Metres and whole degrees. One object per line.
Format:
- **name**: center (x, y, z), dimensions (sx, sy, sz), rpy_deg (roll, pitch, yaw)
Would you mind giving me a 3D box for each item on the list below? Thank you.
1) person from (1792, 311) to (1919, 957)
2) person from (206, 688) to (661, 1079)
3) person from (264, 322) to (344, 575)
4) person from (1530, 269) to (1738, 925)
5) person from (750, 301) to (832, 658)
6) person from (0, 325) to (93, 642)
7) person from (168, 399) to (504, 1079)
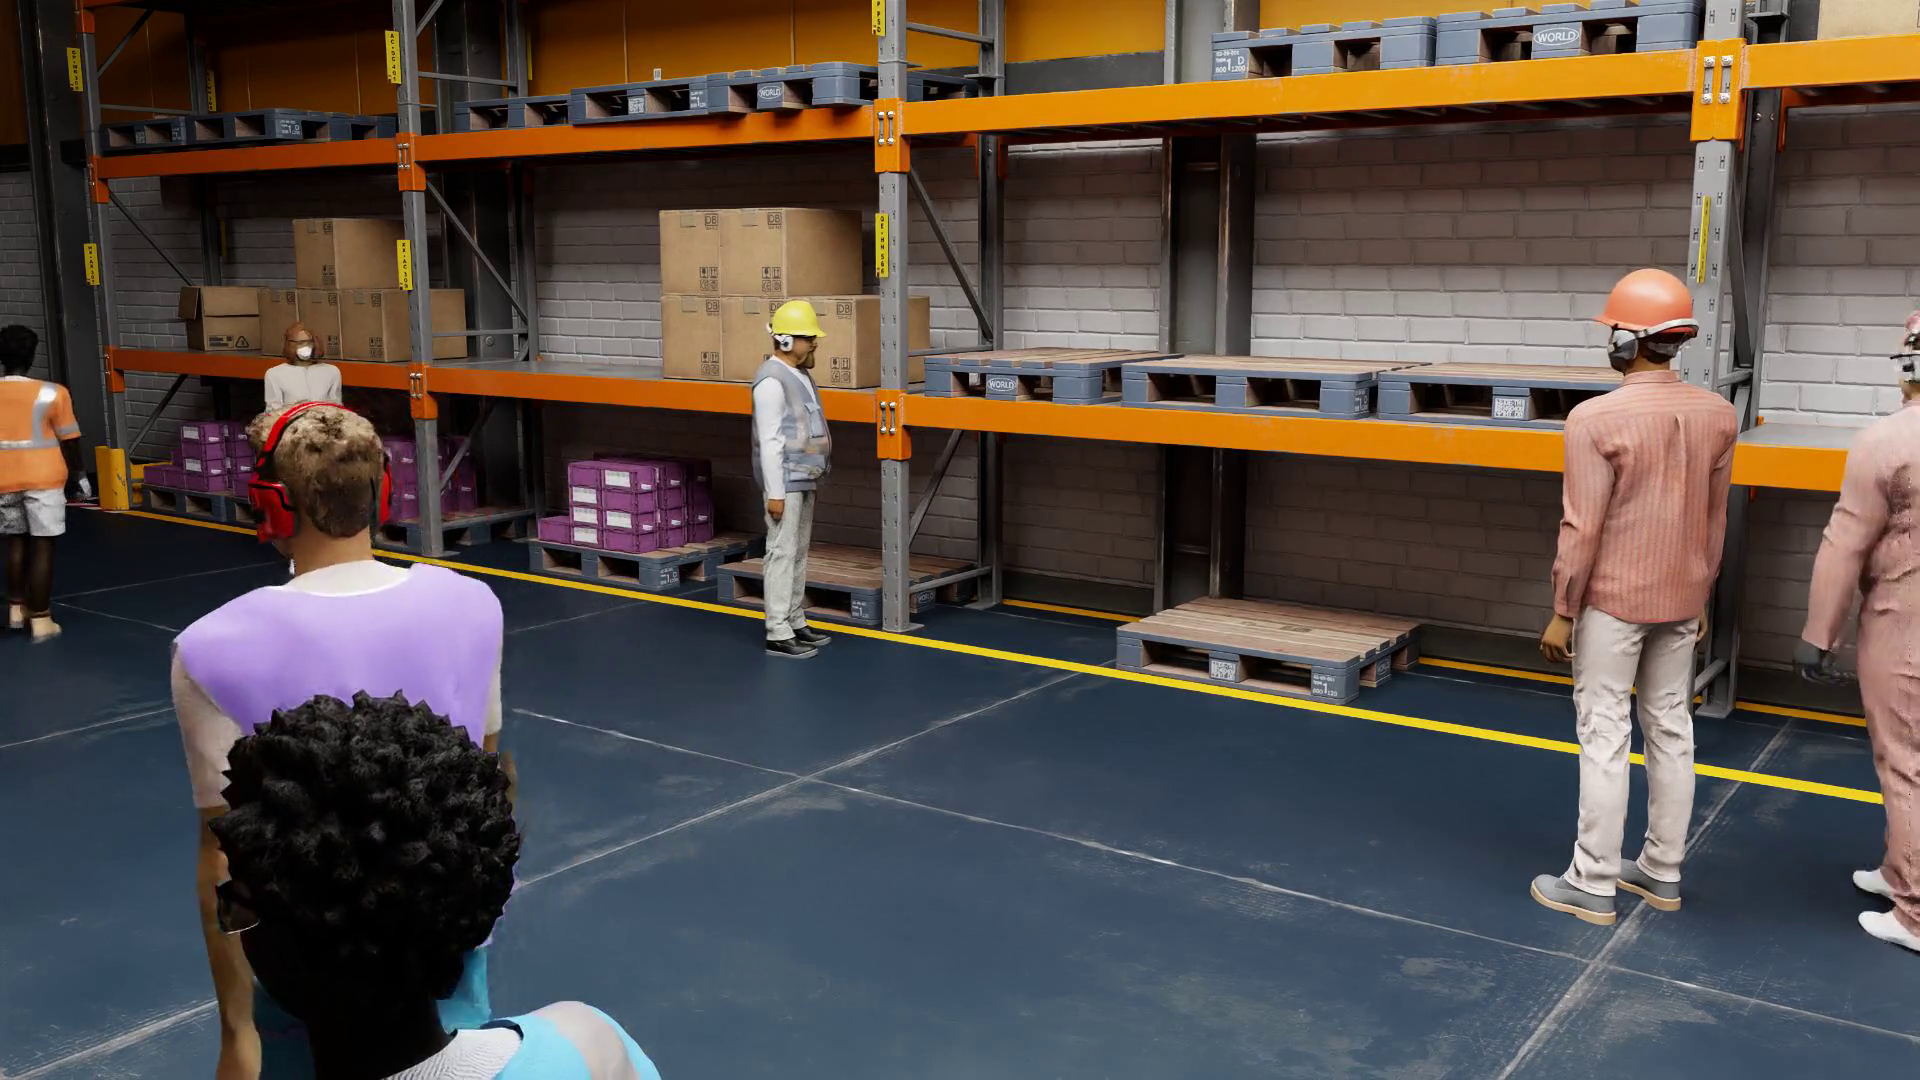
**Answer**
- **person**: center (2.827, 0.256, 4.979), dimensions (0.675, 1.878, 0.709), rpy_deg (-2, 10, -13)
- **person**: center (-0.447, 0.956, 1.372), dimensions (0.318, 1.697, 0.535), rpy_deg (5, 11, 27)
- **person**: center (-4.237, -0.593, 10.829), dimensions (0.533, 1.627, 0.326), rpy_deg (-8, 13, -40)
- **person**: center (2.059, 0.181, 5.092), dimensions (0.612, 1.997, 0.375), rpy_deg (-4, 10, -21)
- **person**: center (-0.859, -0.310, 8.548), dimensions (0.403, 1.823, 0.580), rpy_deg (2, 10, 12)
- **person**: center (-4.965, -0.308, 8.926), dimensions (0.541, 1.683, 0.491), rpy_deg (-1, 10, -4)
- **person**: center (-1.048, 0.662, 2.825), dimensions (0.988, 1.792, 0.593), rpy_deg (9, 13, 42)
